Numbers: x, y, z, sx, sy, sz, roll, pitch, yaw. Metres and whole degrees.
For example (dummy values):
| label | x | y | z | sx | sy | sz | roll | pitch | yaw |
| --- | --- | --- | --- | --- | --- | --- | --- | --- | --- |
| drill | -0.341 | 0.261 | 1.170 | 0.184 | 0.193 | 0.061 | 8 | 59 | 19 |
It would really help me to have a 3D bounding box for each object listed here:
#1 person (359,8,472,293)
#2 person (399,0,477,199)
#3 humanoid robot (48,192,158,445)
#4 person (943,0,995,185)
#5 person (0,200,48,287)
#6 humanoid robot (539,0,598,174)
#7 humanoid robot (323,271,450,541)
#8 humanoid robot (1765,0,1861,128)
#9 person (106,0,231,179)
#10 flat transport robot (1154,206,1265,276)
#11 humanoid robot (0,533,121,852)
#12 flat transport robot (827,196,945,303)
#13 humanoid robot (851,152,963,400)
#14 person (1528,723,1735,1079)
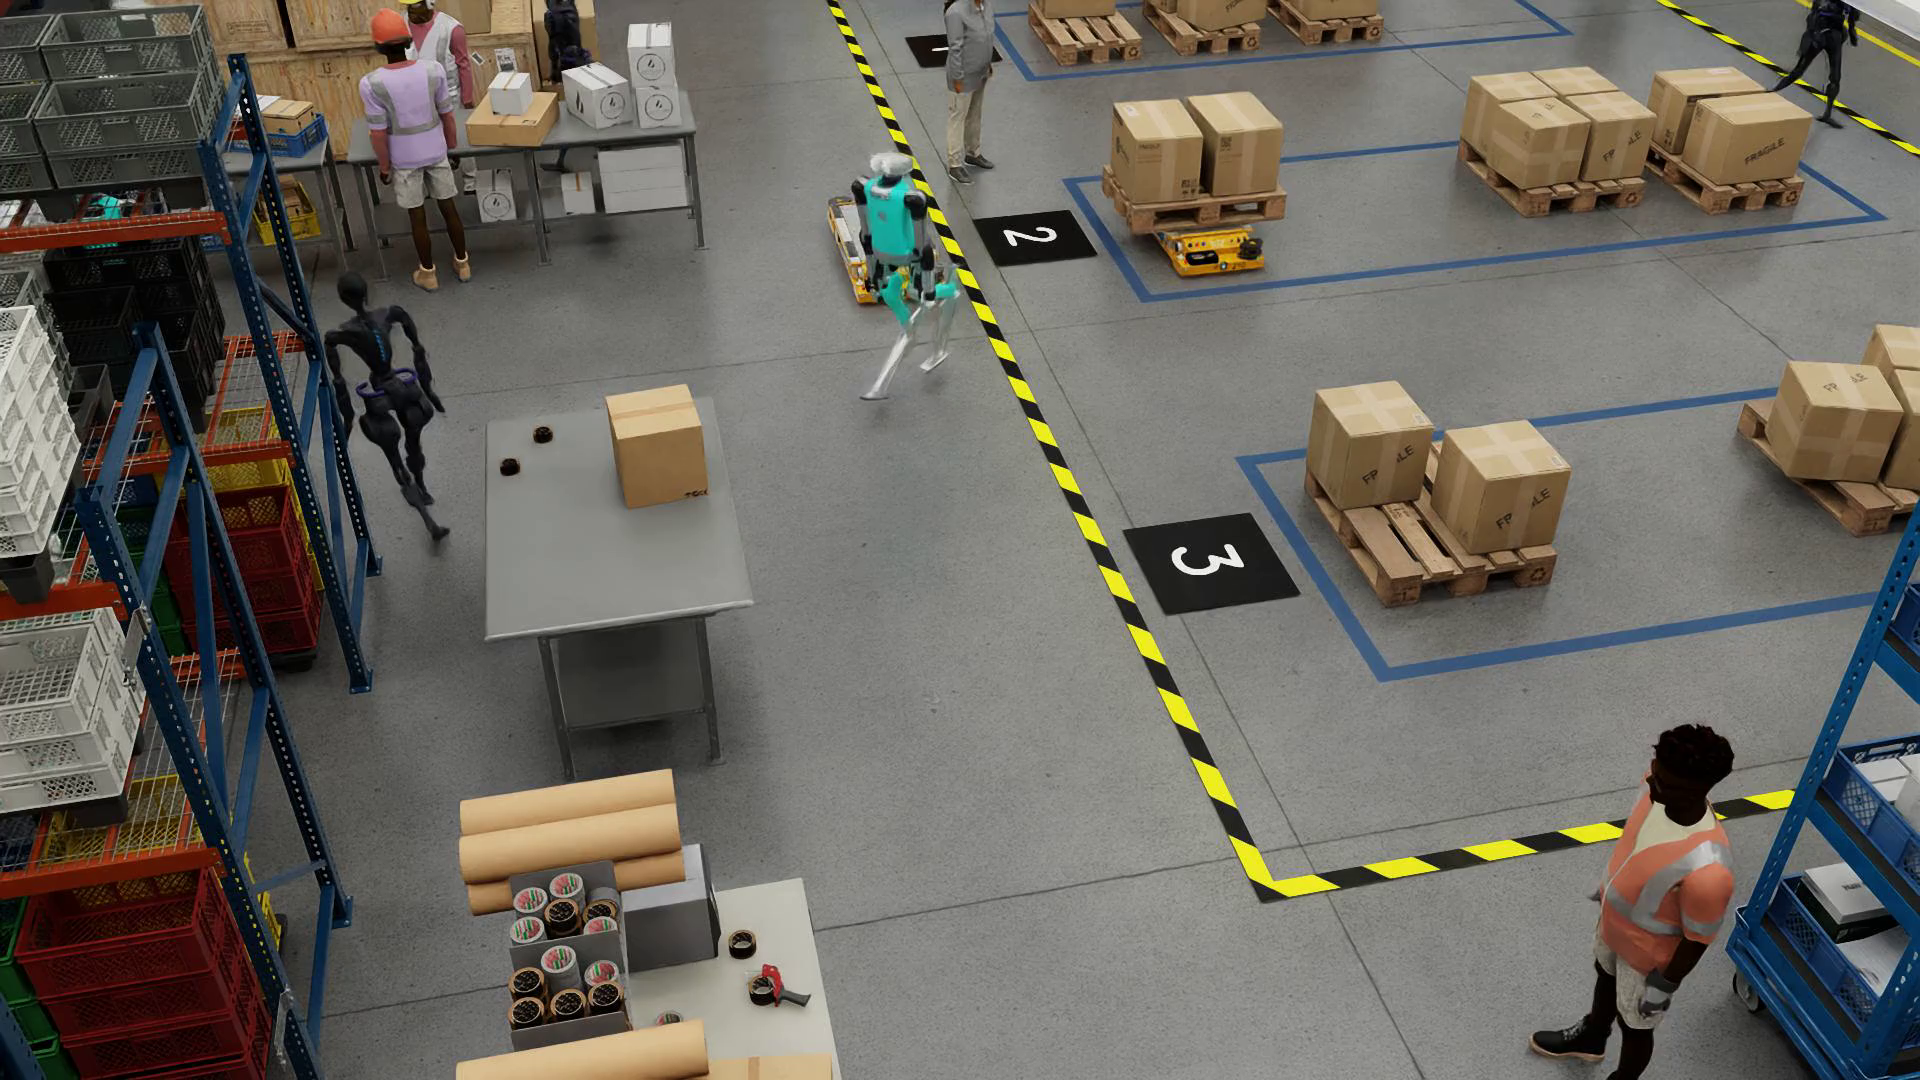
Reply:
| label | x | y | z | sx | sy | sz | roll | pitch | yaw |
| --- | --- | --- | --- | --- | --- | --- | --- | --- | --- |
| person | -3.833 | -2.728 | 11.732 | 0.607 | 2.048 | 0.365 | -23 | 42 | -27 |
| person | -4.065 | -3.470 | 12.905 | 0.588 | 1.834 | 0.404 | 8 | 37 | 10 |
| humanoid robot | -5.082 | -1.313 | 10.006 | 0.531 | 1.690 | 0.733 | -5 | 37 | -6 |
| person | 0.069 | -3.781 | 13.377 | 0.396 | 1.769 | 0.563 | 20 | 41 | 25 |
| person | -5.754 | -1.464 | 10.179 | 0.522 | 1.870 | 0.602 | 25 | 43 | 29 |
| humanoid robot | -3.203 | -3.811 | 13.525 | 0.798 | 1.622 | 0.601 | -24 | 43 | -29 |
| humanoid robot | -3.199 | -0.750 | 9.428 | 0.602 | 1.636 | 0.731 | -27 | 44 | -31 |
| humanoid robot | 7.506 | -4.443 | 14.393 | 0.611 | 1.631 | 0.789 | -15 | 39 | -19 |
| person | -6.453 | -3.692 | 13.175 | 1.024 | 1.872 | 0.629 | 4 | 37 | 5 |
| flat transport robot | 1.798 | -2.478 | 12.861 | 0.652 | 0.197 | 1.431 | -8 | 37 | -10 |
| humanoid robot | -4.044 | 0.825 | 7.241 | 0.786 | 1.806 | 0.535 | -20 | 41 | -24 |
| flat transport robot | -0.570 | -2.220 | 12.538 | 0.659 | 0.231 | 1.431 | -8 | 37 | -10 |
| humanoid robot | -0.292 | -1.715 | 10.651 | 0.546 | 1.740 | 1.049 | 22 | 42 | 27 |
| person | 2.536 | 1.444 | 6.191 | 0.367 | 1.964 | 0.608 | 0 | 37 | 0 |
